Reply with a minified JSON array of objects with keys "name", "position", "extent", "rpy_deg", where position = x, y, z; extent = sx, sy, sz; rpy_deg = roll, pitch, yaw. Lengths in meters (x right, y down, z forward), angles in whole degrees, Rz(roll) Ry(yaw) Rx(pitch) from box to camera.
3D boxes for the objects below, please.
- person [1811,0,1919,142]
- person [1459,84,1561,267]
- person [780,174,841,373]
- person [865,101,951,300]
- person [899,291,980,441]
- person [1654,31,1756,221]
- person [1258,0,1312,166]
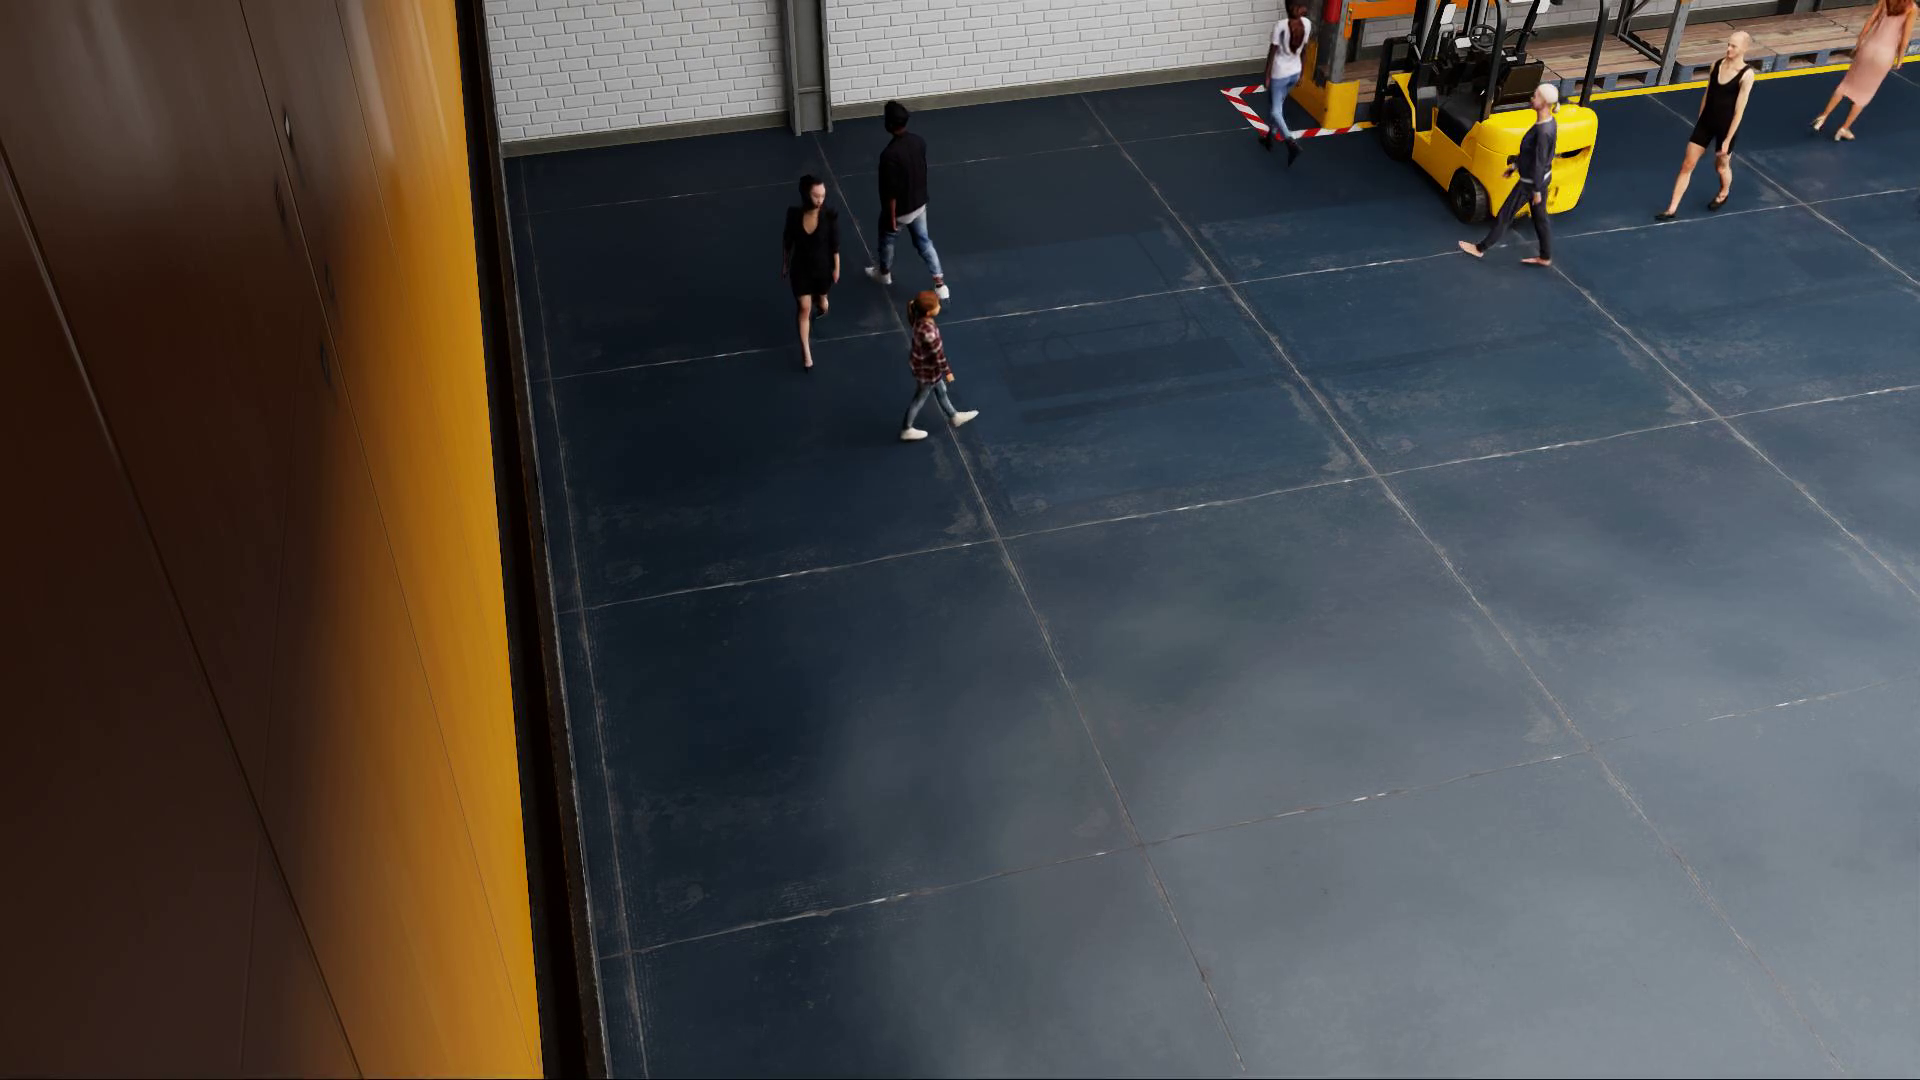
[{"name":"person","position":[9.159,-4.859,16.706],"extent":[0.816,1.807,0.845],"rpy_deg":[-31,48,-33]},{"name":"person","position":[5.157,-3.177,14.698],"extent":[1.100,1.685,1.008],"rpy_deg":[17,42,20]},{"name":"person","position":[-1.201,-2.226,13.524],"extent":[0.989,1.663,0.854],"rpy_deg":[1,39,2]},{"name":"person","position":[-0.400,-2.831,14.200],"extent":[1.184,1.765,1.258],"rpy_deg":[32,48,33]},{"name":"person","position":[-0.318,-1.294,12.670],"extent":[0.878,1.273,0.571],"rpy_deg":[-6,39,-8]},{"name":"person","position":[7.097,-3.821,15.429],"extent":[1.228,1.777,0.905],"rpy_deg":[-21,43,-24]},{"name":"person","position":[3.231,-4.534,16.387],"extent":[0.991,1.697,0.780],"rpy_deg":[-16,41,-19]}]
